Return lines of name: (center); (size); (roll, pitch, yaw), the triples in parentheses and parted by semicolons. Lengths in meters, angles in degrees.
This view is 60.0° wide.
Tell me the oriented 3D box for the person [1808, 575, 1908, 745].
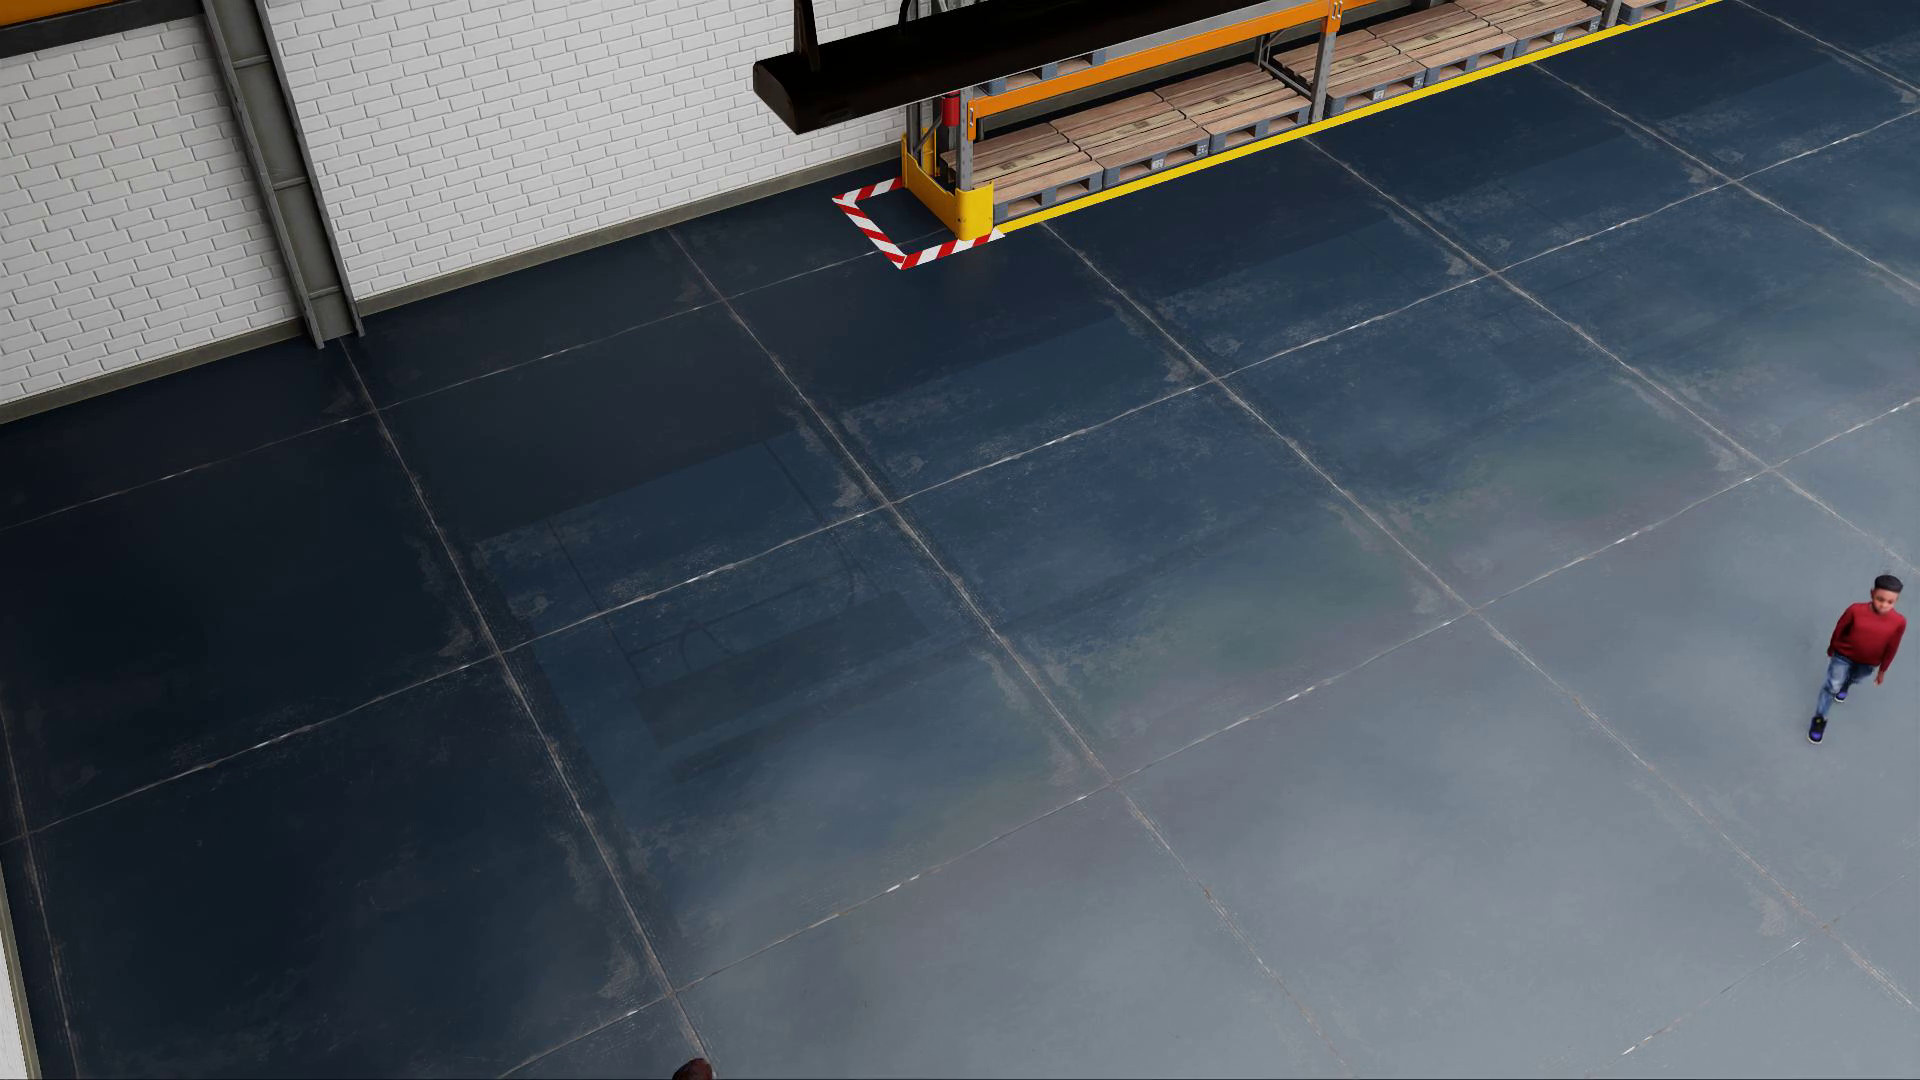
person: (5.671, 0.669, 10.474); (0.805, 1.239, 0.941); (17, 46, 17)
